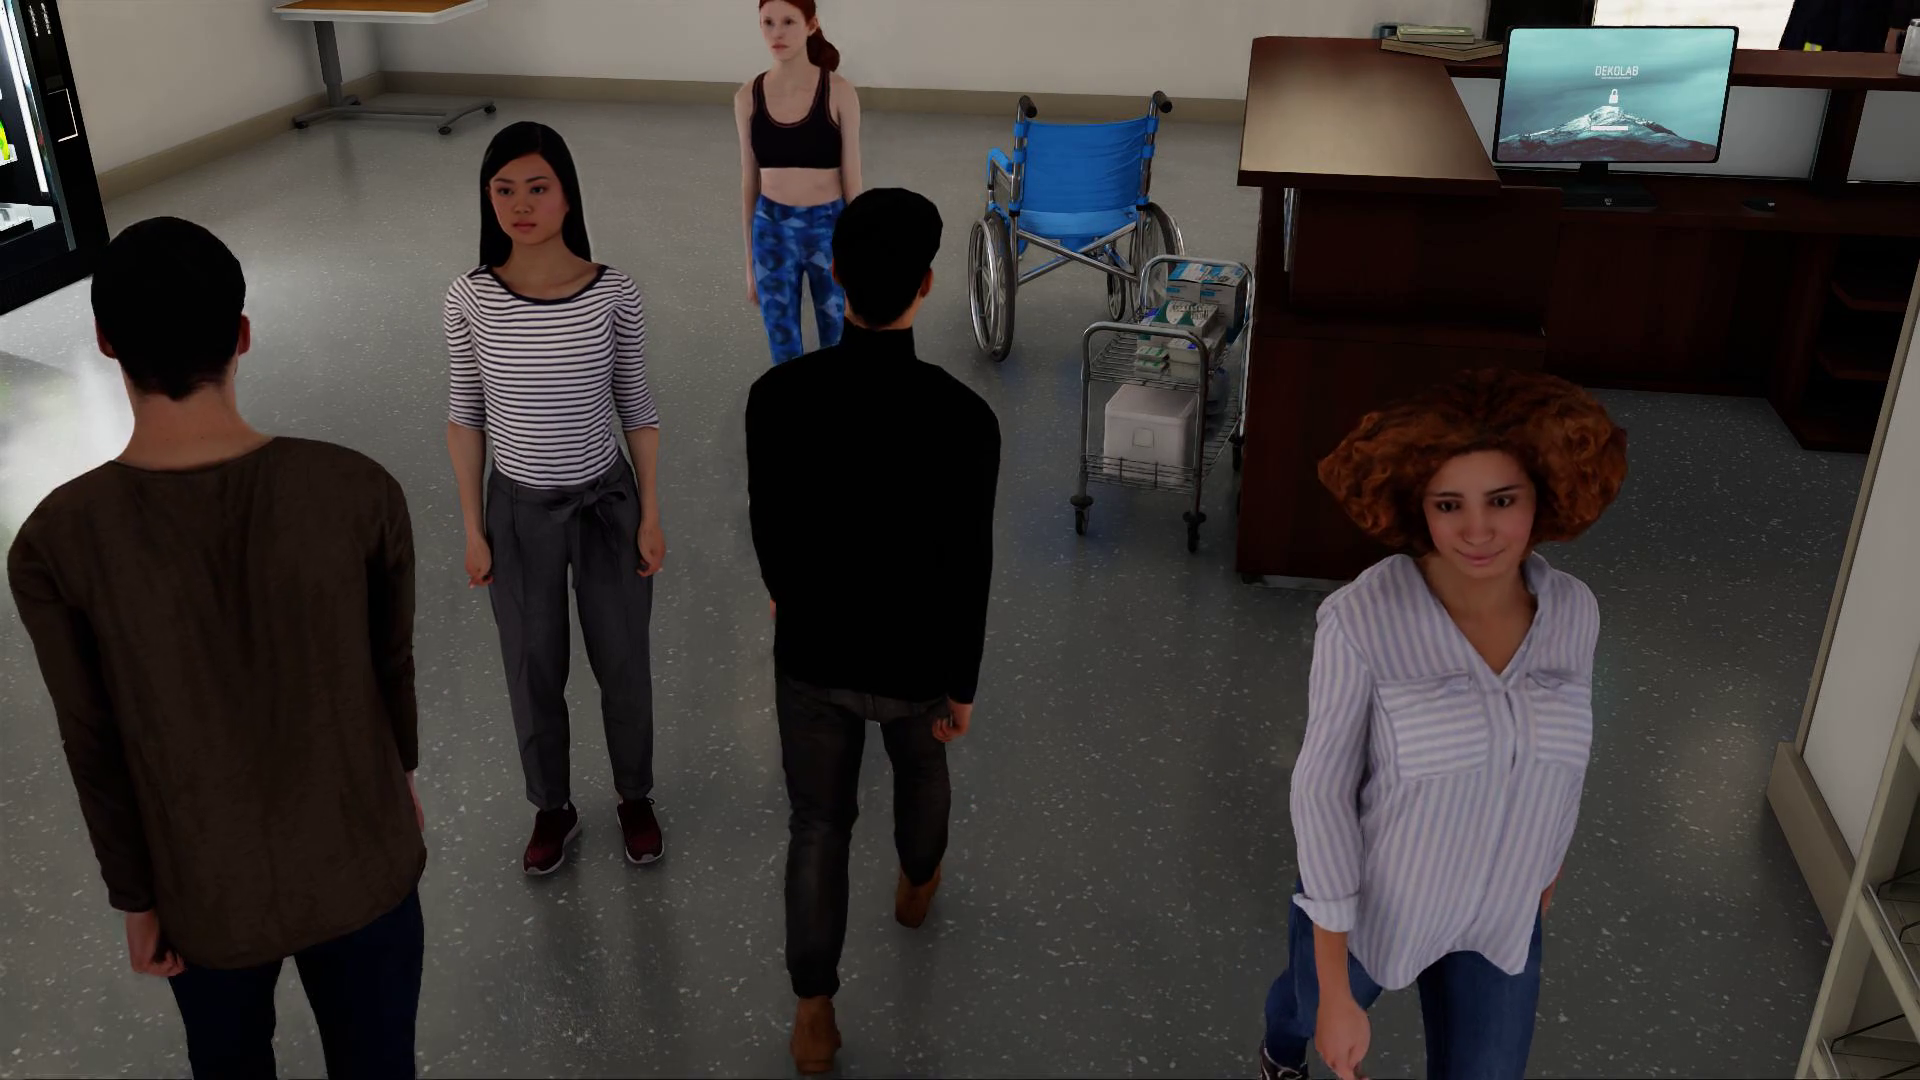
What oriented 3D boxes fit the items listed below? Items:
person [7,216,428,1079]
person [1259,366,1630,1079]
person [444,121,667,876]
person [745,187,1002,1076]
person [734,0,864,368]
[{"bbox_3d":[-0.956,0.504,2.373,0.752,1.874,0.774,-11,28,-21],"label":"person"},{"bbox_3d":[0.665,0.510,2.605,0.810,1.663,1.250,-2,26,-4],"label":"person"},{"bbox_3d":[-0.876,-0.054,3.691,0.661,1.734,0.633,-4,26,-9],"label":"person"},{"bbox_3d":[-0.198,0.219,3.161,0.733,1.702,1.118,1,26,3],"label":"person"},{"bbox_3d":[-0.477,-0.890,5.387,0.597,1.767,0.966,3,26,7],"label":"person"}]
